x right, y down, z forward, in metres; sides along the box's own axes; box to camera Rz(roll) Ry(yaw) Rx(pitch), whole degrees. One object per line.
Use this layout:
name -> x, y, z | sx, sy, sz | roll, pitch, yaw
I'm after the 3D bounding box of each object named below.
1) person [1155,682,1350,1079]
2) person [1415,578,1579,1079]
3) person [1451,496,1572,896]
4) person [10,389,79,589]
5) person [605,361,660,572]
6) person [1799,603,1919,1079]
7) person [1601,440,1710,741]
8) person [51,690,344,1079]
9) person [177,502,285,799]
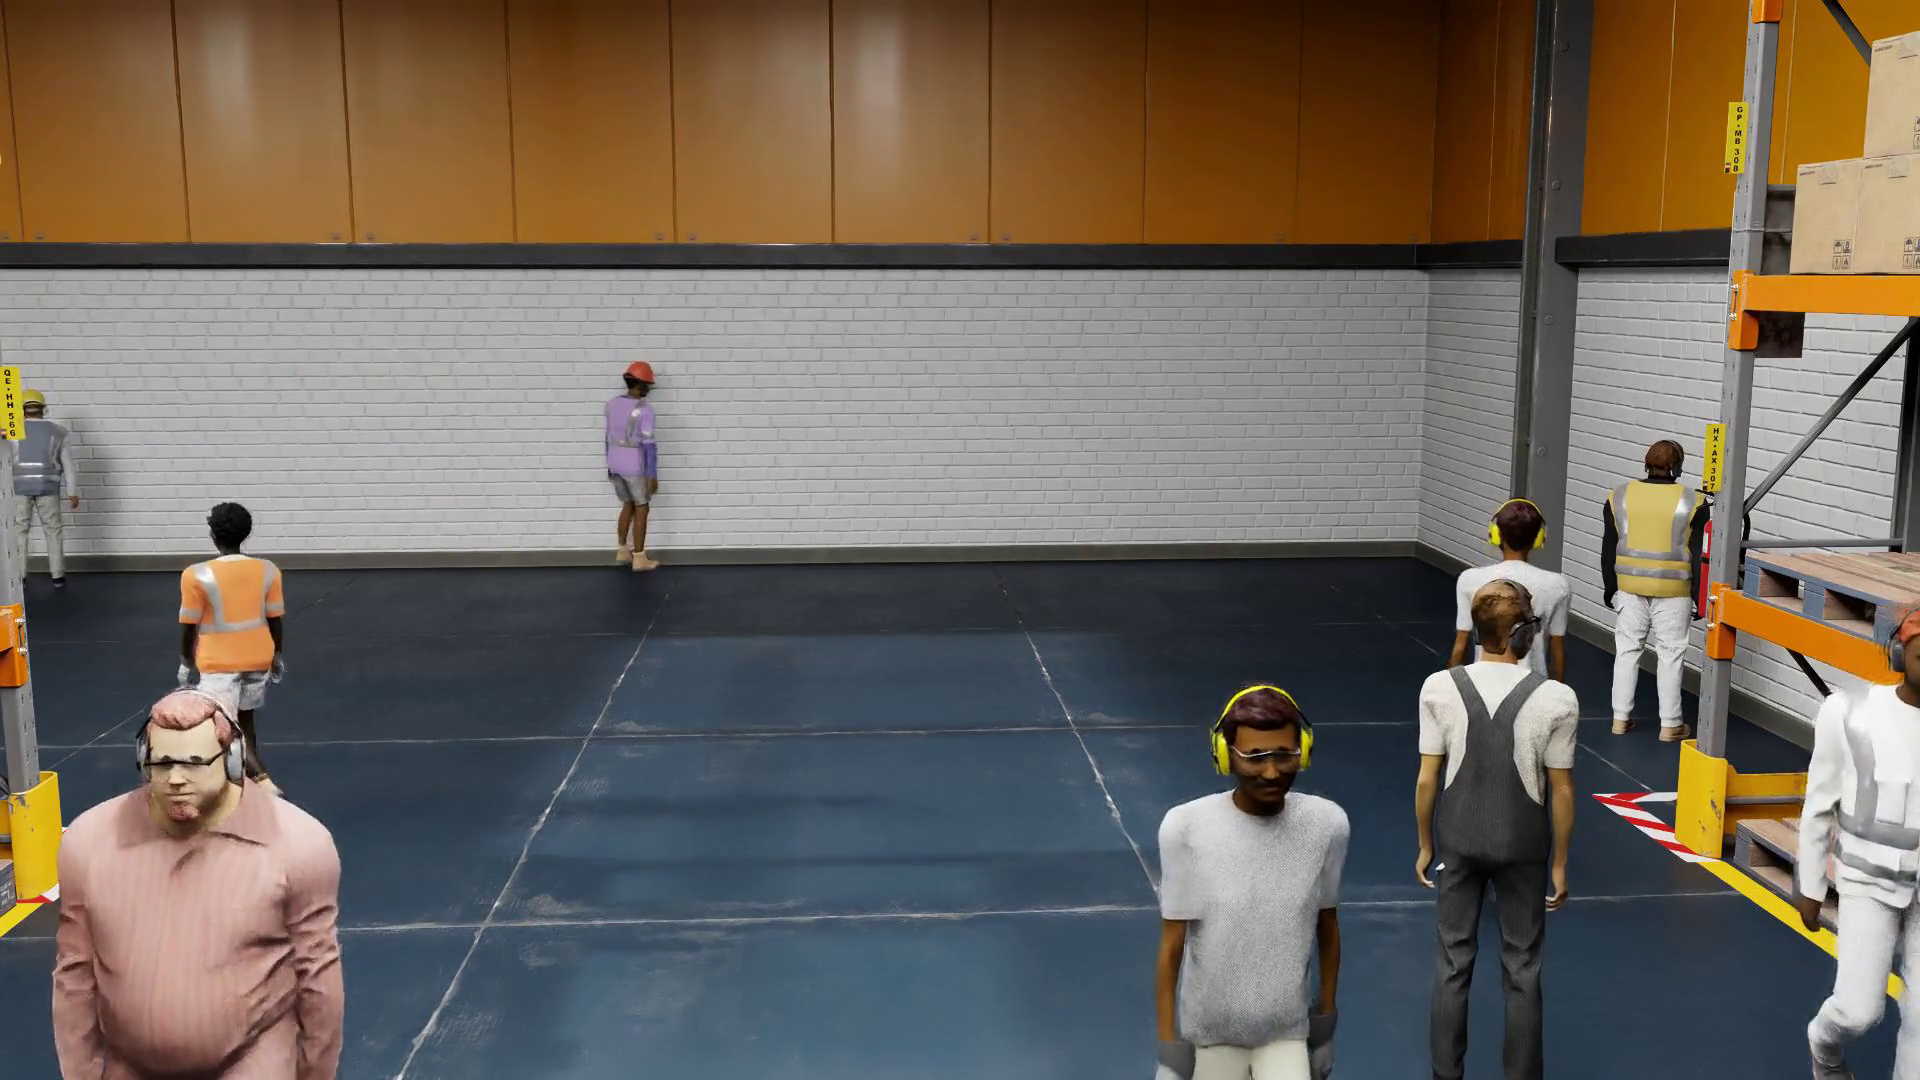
person -> 0.715, 1.264, 4.121 | 0.518, 1.847, 0.579 | 0, 9, 0
person -> 1.766, 1.043, 5.532 | 0.505, 1.842, 0.347 | 4, 10, 25
person -> 2.463, 0.731, 7.452 | 0.524, 1.855, 0.538 | 3, 9, 17
person -> -8.336, -0.452, 15.035 | 0.651, 1.806, 0.496 | -5, 10, -30
person -> -3.115, -0.690, 15.869 | 0.672, 2.019, 0.475 | 7, 12, 38
person -> 2.939, 1.078, 5.214 | 0.594, 1.869, 0.552 | 2, 9, 15
person -> 4.256, 0.303, 10.176 | 0.637, 1.842, 0.429 | 7, 11, 38
person -> -1.825, 1.256, 4.065 | 0.642, 1.879, 0.771 | -1, 9, -5
person -> -3.738, 0.634, 8.644 | 0.751, 1.669, 0.535 | 6, 11, 34
